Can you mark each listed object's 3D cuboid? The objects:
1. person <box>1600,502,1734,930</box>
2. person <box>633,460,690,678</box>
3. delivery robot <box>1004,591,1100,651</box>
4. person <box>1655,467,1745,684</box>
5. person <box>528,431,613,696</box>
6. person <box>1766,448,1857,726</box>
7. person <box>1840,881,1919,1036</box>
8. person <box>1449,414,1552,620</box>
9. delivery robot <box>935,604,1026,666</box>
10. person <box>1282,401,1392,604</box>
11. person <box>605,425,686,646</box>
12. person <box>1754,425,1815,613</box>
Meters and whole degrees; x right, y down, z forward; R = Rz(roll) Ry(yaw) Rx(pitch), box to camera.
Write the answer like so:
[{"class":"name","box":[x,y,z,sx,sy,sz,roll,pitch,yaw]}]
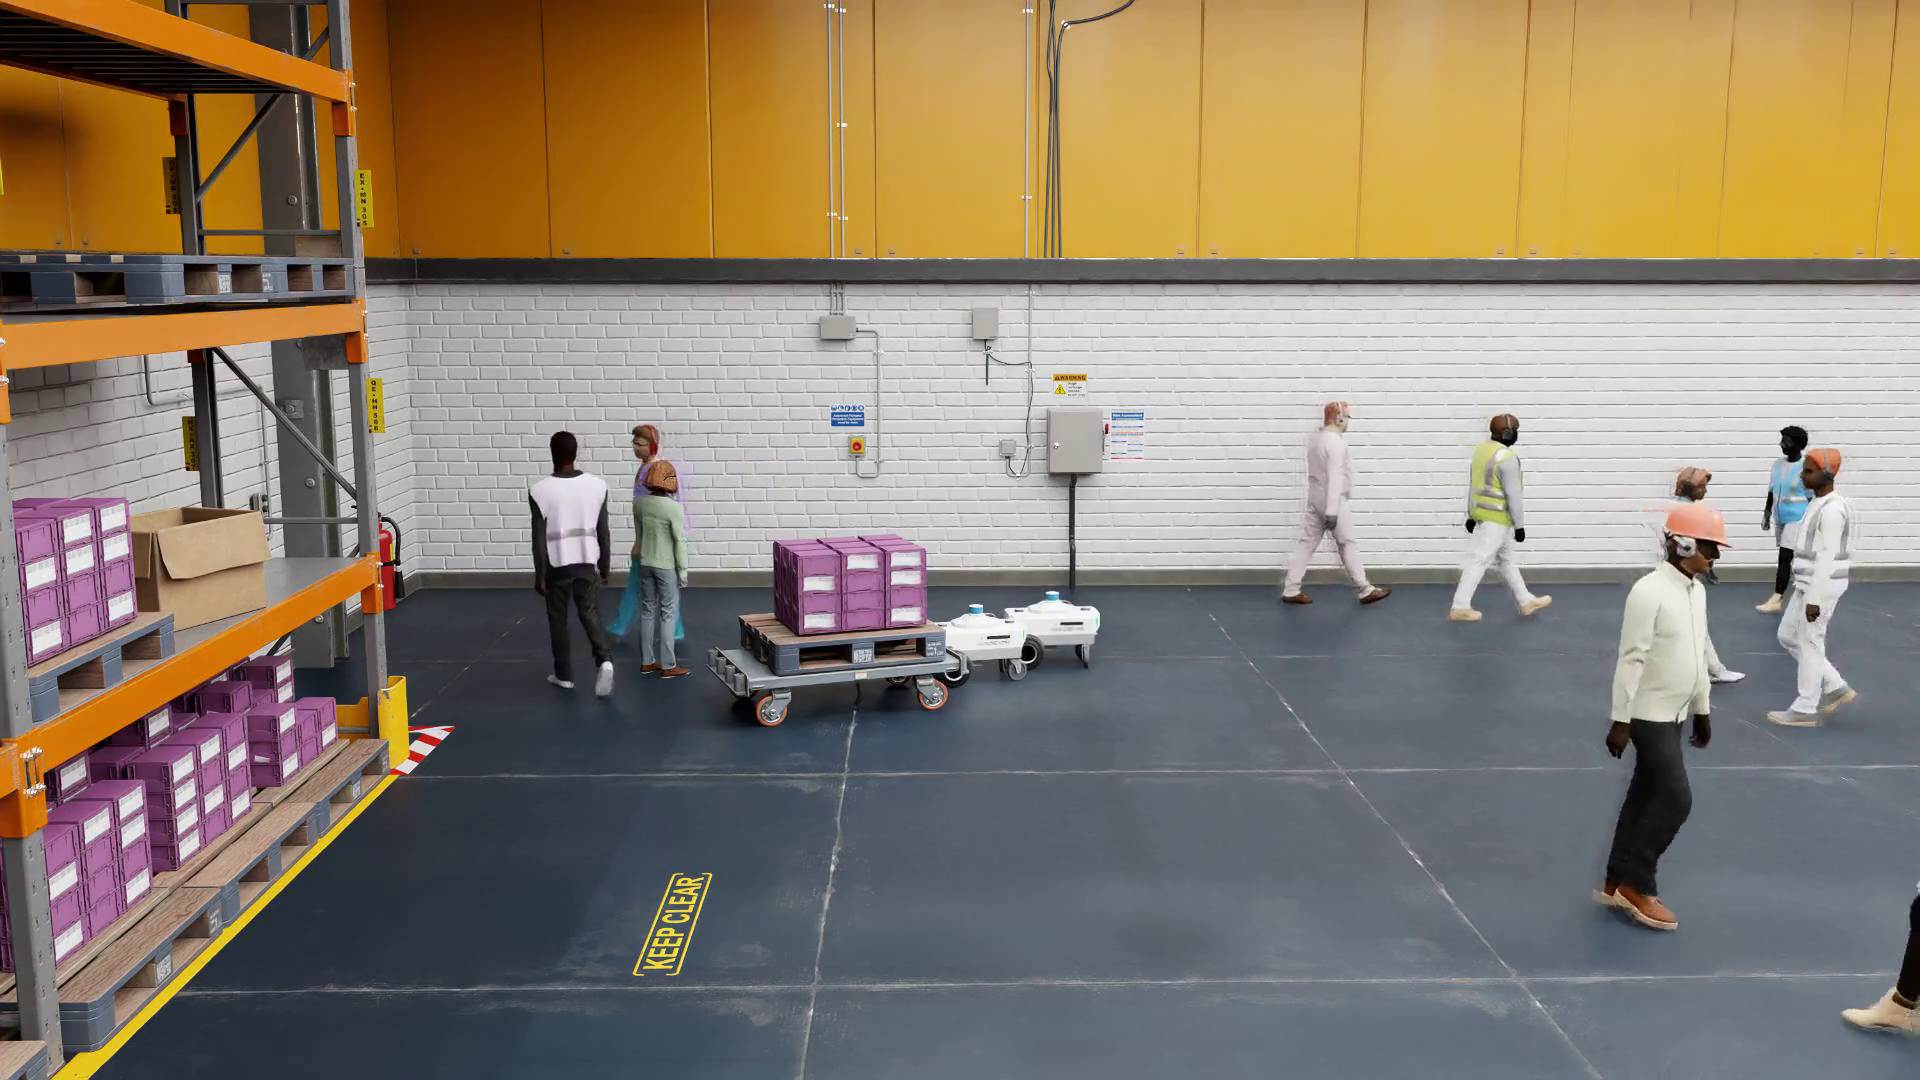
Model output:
[{"class":"person","box":[3.287,0.806,7.689,0.643,1.969,0.593,-9,13,-42]},{"class":"person","box":[-2.223,0.214,12.389,0.494,1.624,0.278,6,11,32]},{"class":"delivery robot","box":[0.707,0.639,12.765,0.707,0.478,0.477,-1,9,-7]},{"class":"person","box":[5.334,0.269,12.114,0.843,1.591,0.507,5,10,27]},{"class":"person","box":[-2.746,0.173,11.852,0.598,1.893,0.826,-6,11,-33]},{"class":"person","box":[5.647,0.322,10.960,0.438,1.872,0.611,3,10,19]},{"class":"person","box":[3.979,1.186,6.335,0.902,1.649,0.530,4,10,22]},{"class":"person","box":[4.686,-0.191,14.343,0.979,1.789,0.649,-1,9,-5]},{"class":"delivery robot","box":[0.121,0.719,12.272,0.707,0.478,0.477,-2,10,-15]},{"class":"person","box":[3.378,-0.325,14.990,1.013,1.848,0.672,-2,9,-11]},{"class":"person","box":[-2.588,-0.012,13.266,0.854,1.812,0.583,-3,10,-17]},{"class":"person","box":[7.441,-0.192,14.750,0.769,1.670,0.535,-2,9,-13]}]
